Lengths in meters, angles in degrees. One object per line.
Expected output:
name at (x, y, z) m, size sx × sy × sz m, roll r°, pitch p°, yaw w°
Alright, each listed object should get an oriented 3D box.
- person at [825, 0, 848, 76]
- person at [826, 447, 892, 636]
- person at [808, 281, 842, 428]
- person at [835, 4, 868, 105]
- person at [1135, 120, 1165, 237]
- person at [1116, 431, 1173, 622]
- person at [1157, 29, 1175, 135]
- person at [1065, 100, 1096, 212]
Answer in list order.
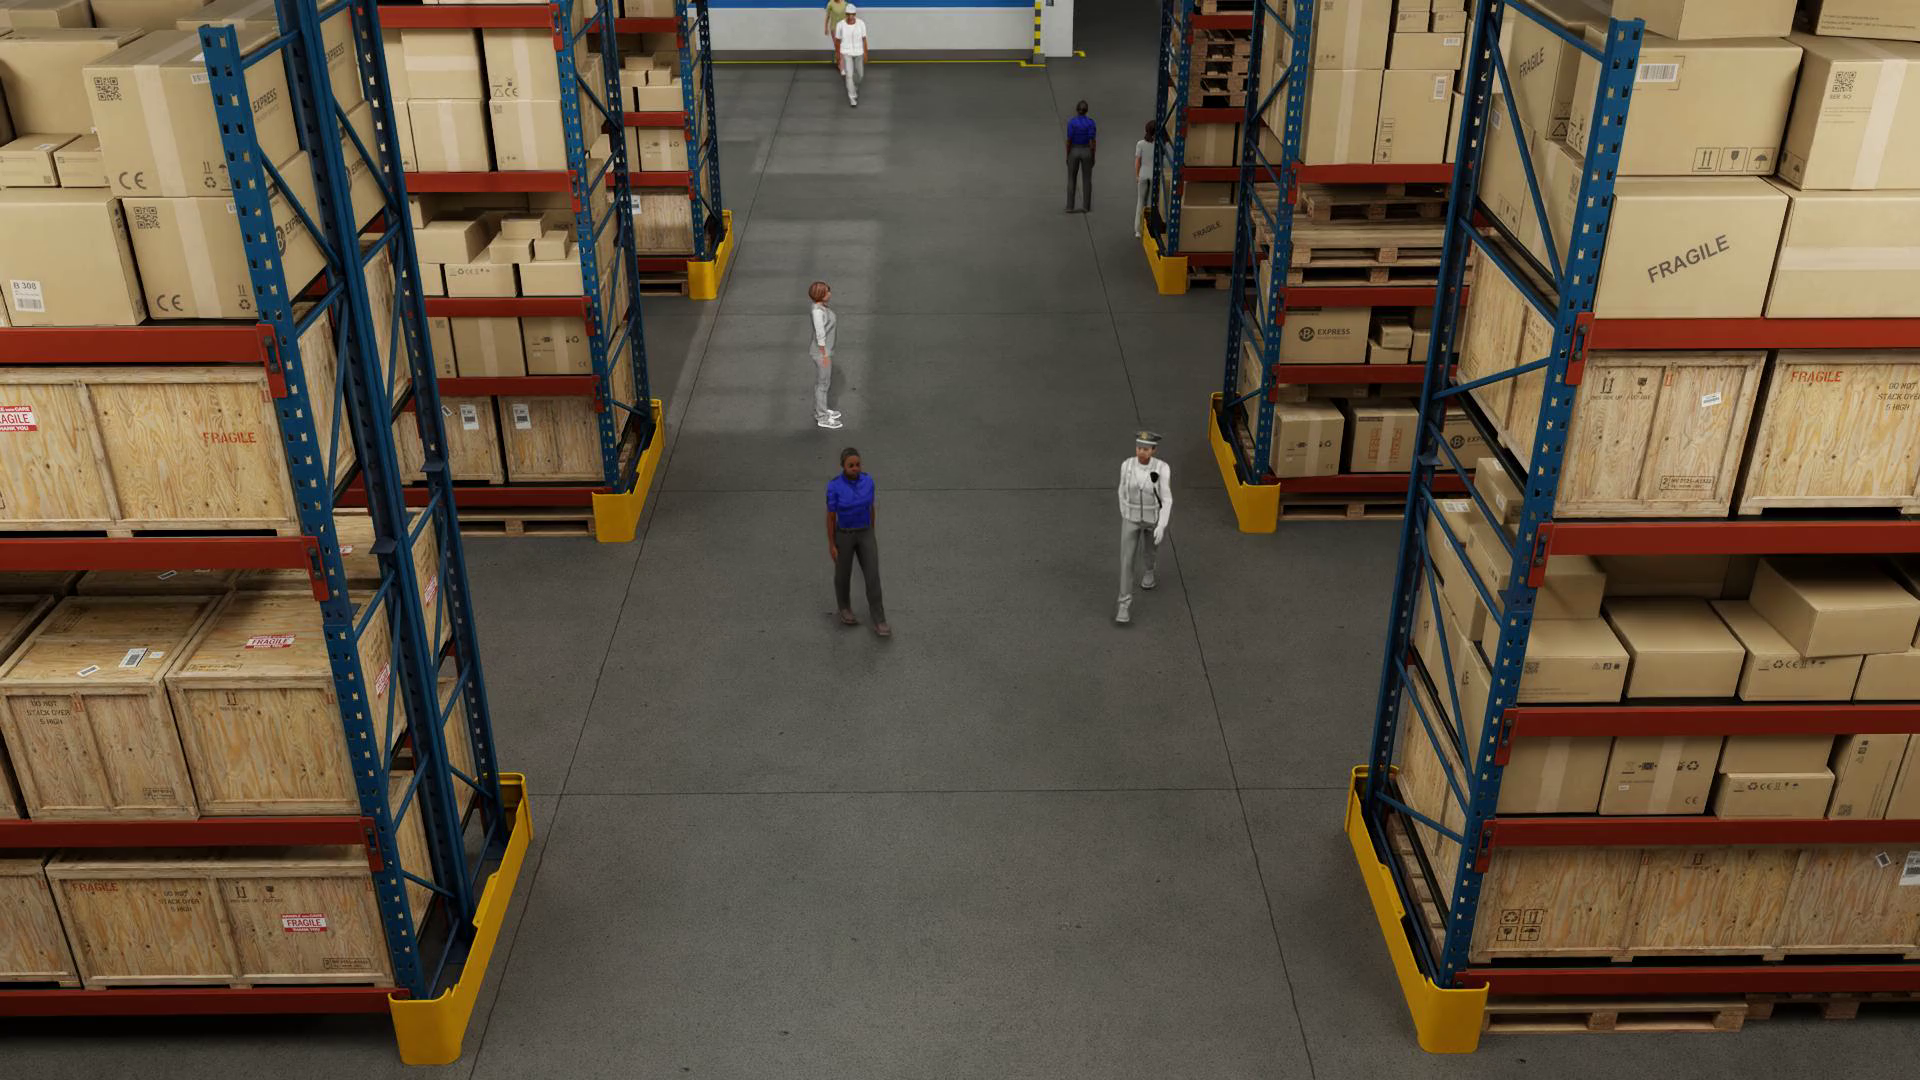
person at (-2.366, -10.052, 32.718) m, size 0.537 × 1.641 × 1.004 m, roll -12°, pitch 31°, yaw -22°
person at (-0.867, 0.038, 13.945) m, size 0.455 × 1.650 × 0.732 m, roll -10°, pitch 30°, yaw -18°
person at (-1.455, -2.003, 17.808) m, size 0.328 × 1.602 × 0.411 m, roll -3°, pitch 28°, yaw -5°
person at (-1.981, -8.917, 30.498) m, size 0.565 × 1.763 × 0.856 m, roll -9°, pitch 29°, yaw -16°
person at (2.693, -5.104, 23.500) m, size 0.436 × 1.671 × 0.404 m, roll 11°, pitch 30°, yaw 20°
person at (1.581, -0.179, 14.323) m, size 0.477 × 1.646 × 1.011 m, roll 5°, pitch 29°, yaw 9°
person at (3.703, -7.894, 28.571) m, size 0.790 × 1.775 × 0.575 m, roll -11°, pitch 30°, yaw -19°
person at (1.780, -5.683, 24.592) m, size 0.441 × 1.659 × 0.351 m, roll 0°, pitch 28°, yaw 1°
